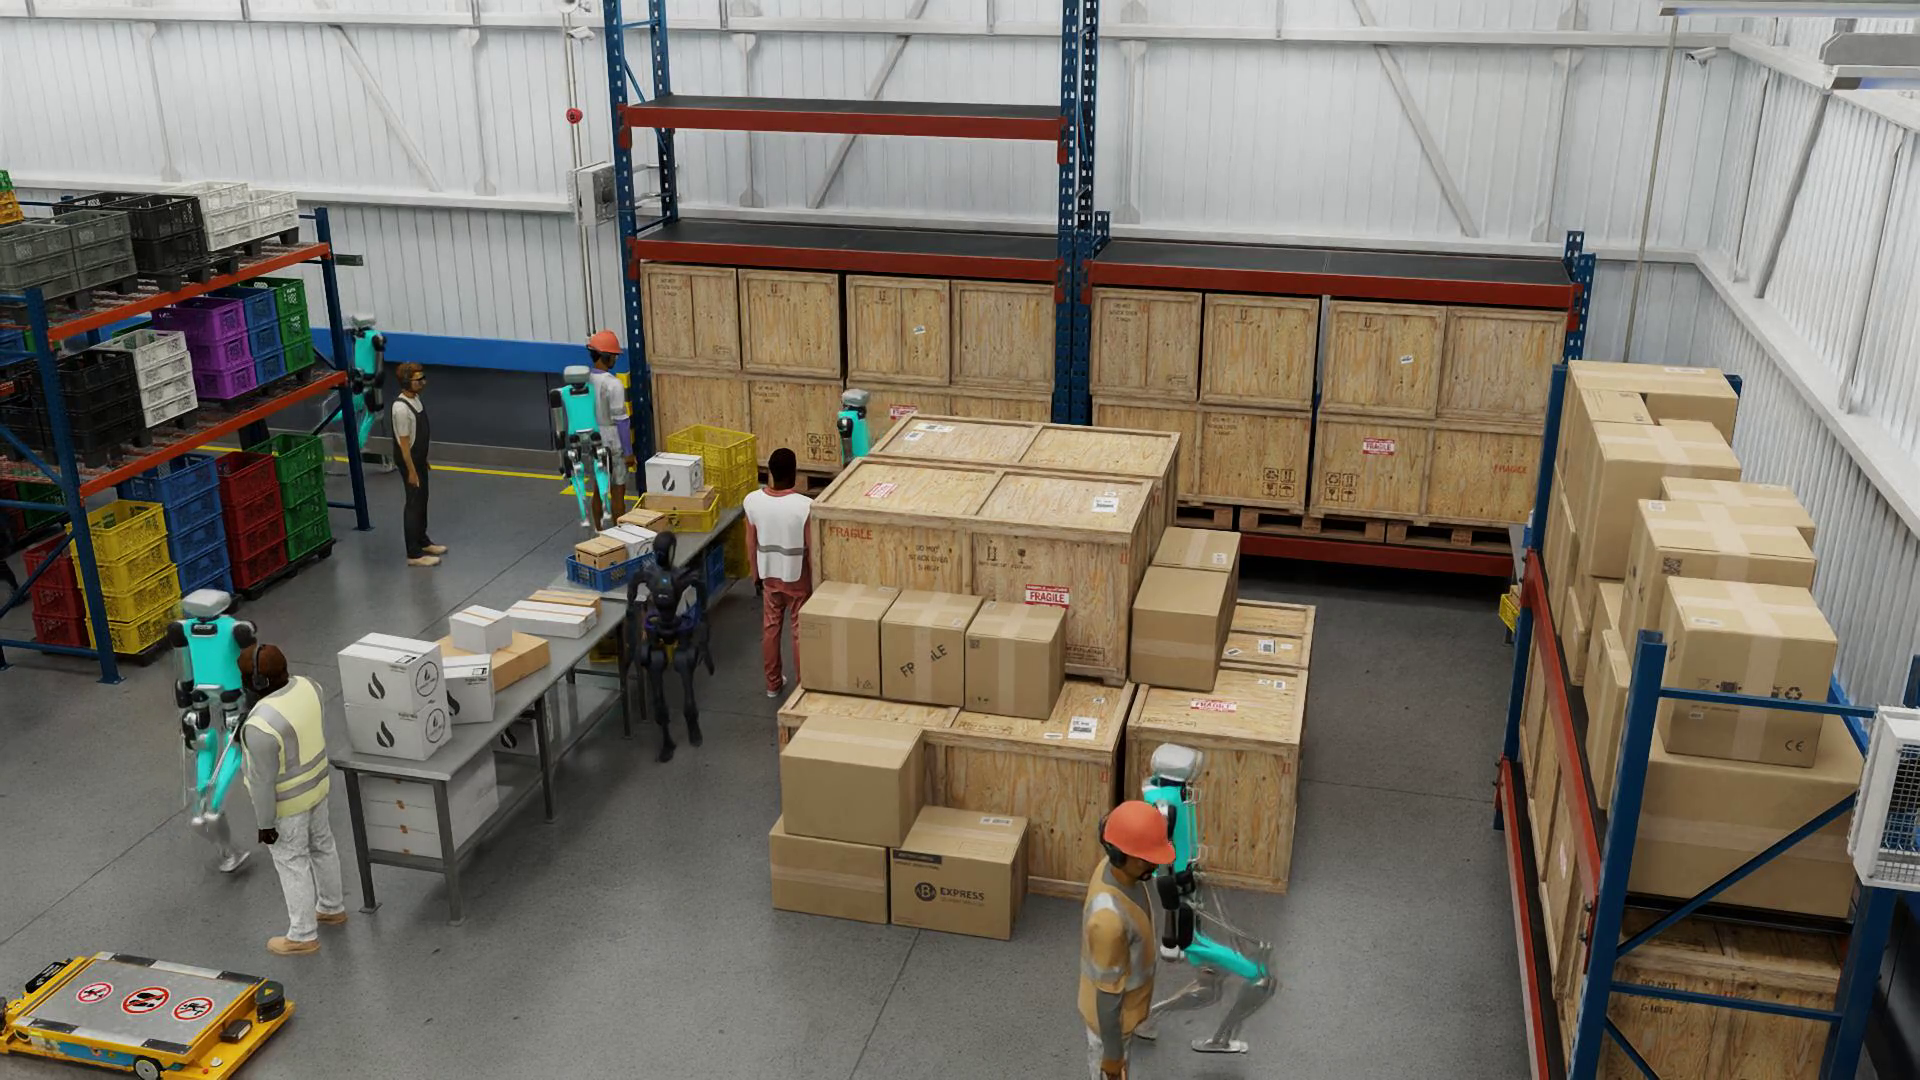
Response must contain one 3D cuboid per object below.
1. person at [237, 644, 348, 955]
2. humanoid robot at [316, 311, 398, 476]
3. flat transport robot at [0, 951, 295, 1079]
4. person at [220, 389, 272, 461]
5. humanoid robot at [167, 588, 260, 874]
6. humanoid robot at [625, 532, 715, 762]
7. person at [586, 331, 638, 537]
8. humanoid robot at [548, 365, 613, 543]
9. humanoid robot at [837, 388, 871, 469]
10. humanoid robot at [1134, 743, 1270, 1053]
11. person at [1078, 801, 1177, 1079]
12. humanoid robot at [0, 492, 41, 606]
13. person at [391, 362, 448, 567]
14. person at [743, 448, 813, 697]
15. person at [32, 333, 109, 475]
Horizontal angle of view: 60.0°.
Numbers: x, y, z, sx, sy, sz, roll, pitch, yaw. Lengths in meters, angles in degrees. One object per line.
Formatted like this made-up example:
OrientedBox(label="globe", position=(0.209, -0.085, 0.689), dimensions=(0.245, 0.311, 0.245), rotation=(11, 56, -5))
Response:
OrientedBox(label="person", position=(-3.696, 1.415, 9.157), dimensions=(0.429, 1.837, 0.622), rotation=(3, 21, 8))
OrientedBox(label="humanoid robot", position=(-6.137, -1.350, 16.625), dimensions=(0.530, 1.767, 1.059), rotation=(17, 27, 37))
OrientedBox(label="flat transport robot", position=(-4.270, 2.464, 8.601), dimensions=(1.431, 0.231, 0.659), rotation=(5, 22, 13))
OrientedBox(label="person", position=(-7.267, -1.529, 16.811), dimensions=(0.329, 1.866, 0.510), rotation=(11, 24, 27))
OrientedBox(label="humanoid robot", position=(-4.425, 1.241, 9.772), dimensions=(0.540, 1.797, 0.792), rotation=(2, 21, 6))
OrientedBox(label="humanoid robot", position=(-1.964, 0.696, 11.243), dimensions=(0.612, 1.645, 0.390), rotation=(-1, 21, -2))
OrientedBox(label="person", position=(-3.124, -0.862, 14.835), dimensions=(0.604, 2.033, 0.387), rotation=(16, 26, 35))
OrientedBox(label="humanoid robot", position=(-3.250, -0.577, 14.544), dimensions=(0.556, 1.825, 0.704), rotation=(-5, 22, -14))
OrientedBox(label="humanoid robot", position=(-0.651, -0.361, 14.017), dimensions=(0.747, 1.840, 0.540), rotation=(4, 21, 11))
OrientedBox(label="humanoid robot", position=(1.190, 1.834, 8.181), dimensions=(0.998, 1.734, 0.548), rotation=(4, 21, 10))
OrientedBox(label="person", position=(0.715, 2.035, 7.247), dimensions=(0.391, 2.035, 0.613), rotation=(4, 21, 10))
OrientedBox(label="humanoid robot", position=(-7.911, -0.132, 13.484), dimensions=(0.595, 1.620, 0.796), rotation=(8, 22, 21))
OrientedBox(label="person", position=(-4.780, -0.669, 14.609), dimensions=(0.345, 1.837, 0.500), rotation=(-2, 21, -5))
OrientedBox(label="person", position=(-1.261, 0.260, 12.061), dimensions=(0.591, 1.916, 0.392), rotation=(7, 22, 19))
OrientedBox(label="person", position=(-9.185, -1.609, 17.049), dimensions=(0.521, 1.844, 0.737), rotation=(12, 24, 28))
